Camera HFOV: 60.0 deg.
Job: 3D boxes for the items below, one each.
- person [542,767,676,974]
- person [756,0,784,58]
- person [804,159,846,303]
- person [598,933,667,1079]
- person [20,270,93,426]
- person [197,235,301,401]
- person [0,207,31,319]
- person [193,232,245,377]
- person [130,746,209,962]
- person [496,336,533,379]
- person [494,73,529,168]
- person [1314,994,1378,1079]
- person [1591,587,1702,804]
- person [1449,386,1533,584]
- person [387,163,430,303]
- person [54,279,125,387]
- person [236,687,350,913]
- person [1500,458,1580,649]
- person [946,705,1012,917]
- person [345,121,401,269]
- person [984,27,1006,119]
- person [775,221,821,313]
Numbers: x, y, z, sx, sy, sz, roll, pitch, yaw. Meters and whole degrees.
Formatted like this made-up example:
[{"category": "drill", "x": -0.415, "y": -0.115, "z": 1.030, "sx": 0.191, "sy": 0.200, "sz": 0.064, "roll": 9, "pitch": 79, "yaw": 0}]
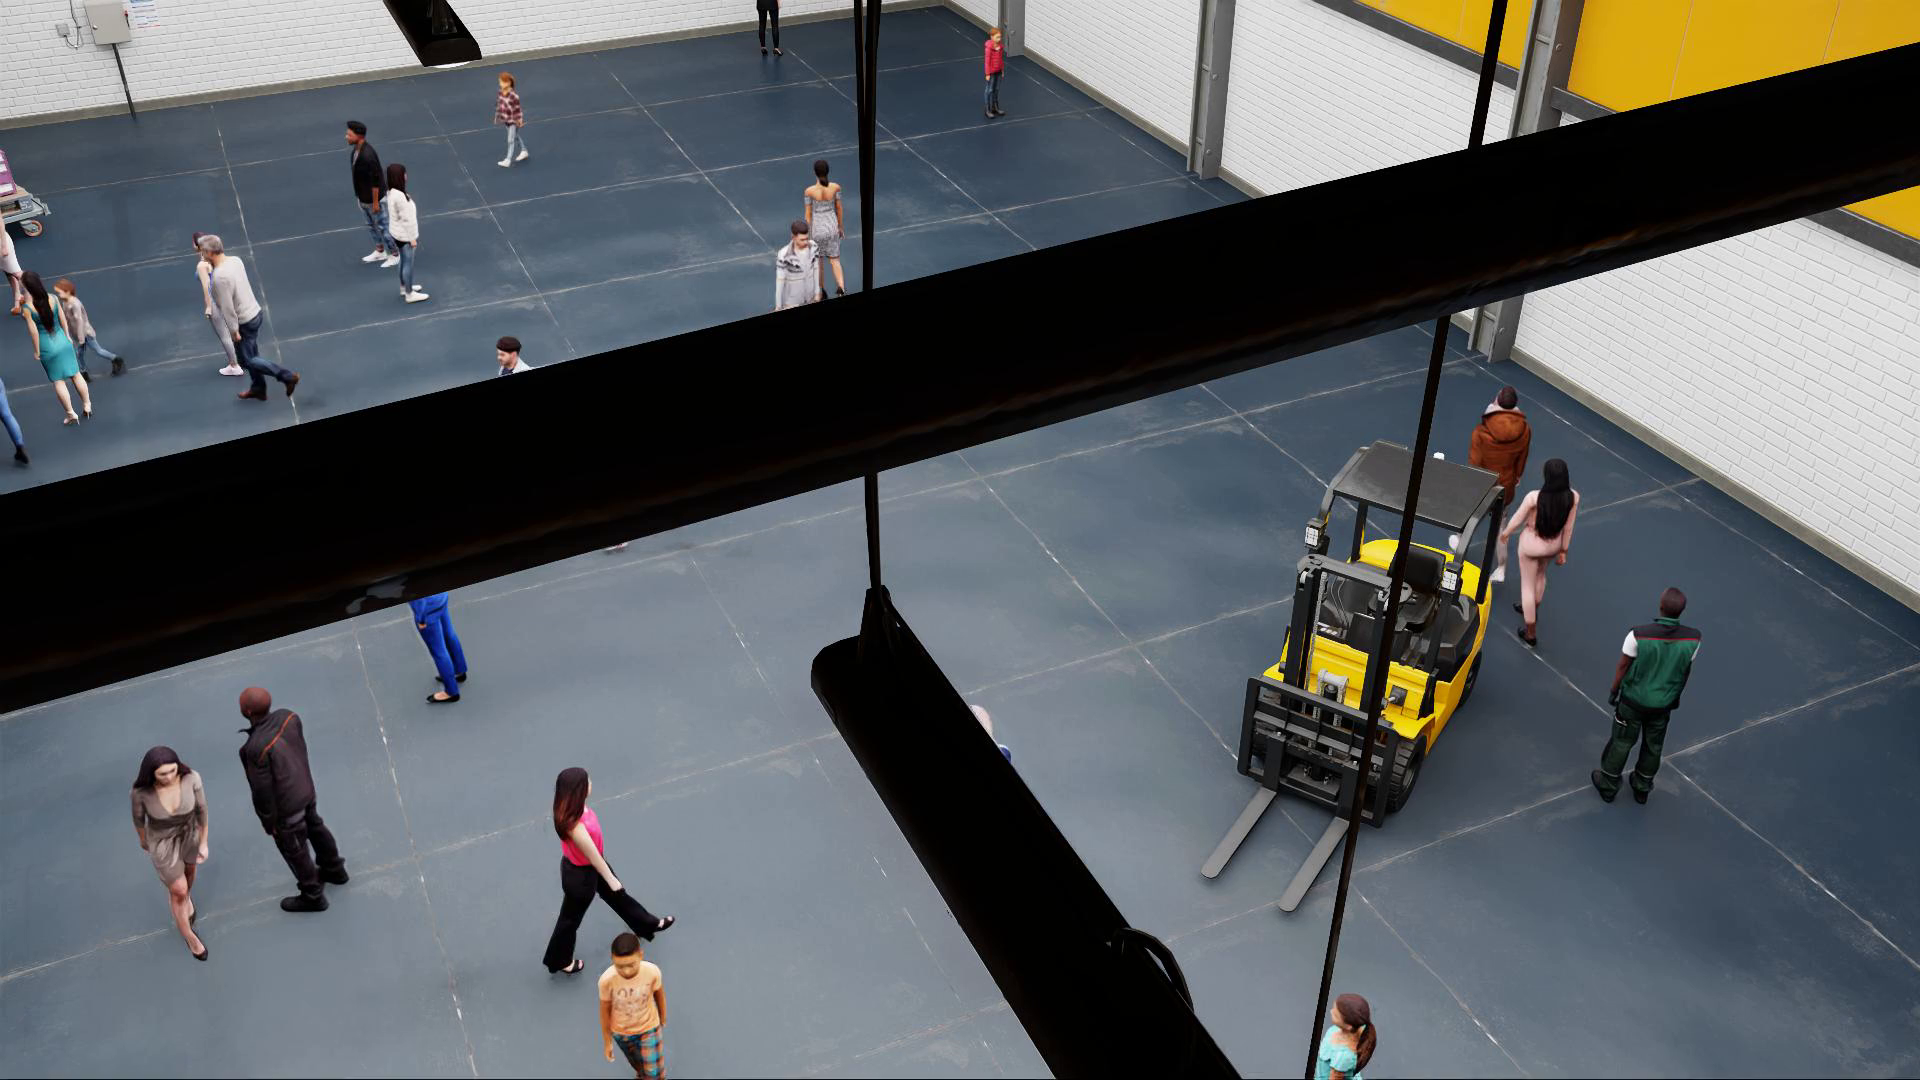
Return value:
[{"category": "person", "x": -2.498, "y": 2.188, "z": 10.700, "sx": 0.769, "sy": 1.605, "sz": 1.088, "roll": -9, "pitch": 35, "yaw": -13}, {"category": "person", "x": -3.138, "y": -8.722, "z": 27.063, "sx": 0.690, "sy": 1.660, "sz": 0.749, "roll": 11, "pitch": 35, "yaw": 16}, {"category": "person", "x": -1.516, "y": -3.433, "z": 18.979, "sx": 0.660, "sy": 1.802, "sz": 1.008, "roll": -11, "pitch": 35, "yaw": -16}, {"category": "person", "x": -1.933, "y": 2.831, "z": 9.881, "sx": 0.672, "sy": 1.439, "sz": 0.924, "roll": -5, "pitch": 34, "yaw": -7}, {"category": "person", "x": -9.174, "y": -1.953, "z": 16.851, "sx": 0.637, "sy": 1.691, "sz": 0.623, "roll": 20, "pitch": 38, "yaw": 27}, {"category": "person", "x": -7.294, "y": -2.253, "z": 17.133, "sx": 1.052, "sy": 1.878, "sz": 1.074, "roll": 0, "pitch": 34, "yaw": 1}, {"category": "person", "x": -10.893, "y": -3.372, "z": 18.895, "sx": 0.575, "sy": 1.793, "sz": 0.692, "roll": 21, "pitch": 39, "yaw": 28}, {"category": "person", "x": -7.930, "y": -2.538, "z": 17.807, "sx": 0.712, "sy": 1.608, "sz": 0.631, "roll": 7, "pitch": 34, "yaw": 10}, {"category": "person", "x": -5.194, "y": 1.939, "z": 10.993, "sx": 0.725, "sy": 1.694, "sz": 0.929, "roll": -23, "pitch": 40, "yaw": -31}, {"category": "person", "x": -3.962, "y": -1.105, "z": 15.489, "sx": 0.963, "sy": 1.787, "sz": 0.953, "roll": 28, "pitch": 43, "yaw": 35}, {"category": "person", "x": -6.204, "y": -5.856, "z": 23.104, "sx": 0.899, "sy": 1.270, "sz": 0.871, "roll": 19, "pitch": 38, "yaw": 27}, {"category": "person", "x": 2.181, "y": 3.132, "z": 9.333, "sx": 0.943, "sy": 1.545, "sz": 0.809, "roll": 20, "pitch": 38, "yaw": 27}, {"category": "person", "x": 4.989, "y": 1.141, "z": 12.067, "sx": 0.765, "sy": 1.835, "sz": 0.767, "roll": 2, "pitch": 34, "yaw": 3}, {"category": "person", "x": 4.662, "y": -0.448, "z": 14.485, "sx": 0.968, "sy": 1.805, "sz": 1.243, "roll": -2, "pitch": 34, "yaw": -3}, {"category": "person", "x": -6.490, "y": -3.584, "z": 19.360, "sx": 0.710, "sy": 1.631, "sz": 0.531, "roll": -19, "pitch": 38, "yaw": -26}, {"category": "person", "x": -9.317, "y": -2.240, "z": 17.748, "sx": 0.822, "sy": 1.177, "sz": 0.788, "roll": 20, "pitch": 38, "yaw": 27}, {"category": "person", "x": -4.503, "y": 1.728, "z": 11.202, "sx": 0.839, "sy": 1.815, "sz": 0.746, "roll": 6, "pitch": 34, "yaw": 9}, {"category": "person", "x": 4.796, "y": 0.128, "z": 13.720, "sx": 0.758, "sy": 1.692, "sz": 0.901, "roll": -4, "pitch": 34, "yaw": -6}, {"category": "person", "x": 0.137, "y": 1.904, "z": 10.928, "sx": 0.676, "sy": 1.824, "sz": 0.621, "roll": -18, "pitch": 37, "yaw": -24}, {"category": "person", "x": -7.105, "y": -4.215, "z": 20.130, "sx": 0.802, "sy": 1.830, "sz": 0.647, "roll": -21, "pitch": 39, "yaw": -28}, {"category": "person", "x": 0.496, "y": -6.972, "z": 24.741, "sx": 0.573, "sy": 1.315, "sz": 0.590, "roll": -29, "pitch": 43, "yaw": -36}, {"category": "person", "x": -1.778, "y": -2.585, "z": 17.689, "sx": 1.234, "sy": 1.816, "sz": 1.020, "roll": 28, "pitch": 43, "yaw": 35}]
